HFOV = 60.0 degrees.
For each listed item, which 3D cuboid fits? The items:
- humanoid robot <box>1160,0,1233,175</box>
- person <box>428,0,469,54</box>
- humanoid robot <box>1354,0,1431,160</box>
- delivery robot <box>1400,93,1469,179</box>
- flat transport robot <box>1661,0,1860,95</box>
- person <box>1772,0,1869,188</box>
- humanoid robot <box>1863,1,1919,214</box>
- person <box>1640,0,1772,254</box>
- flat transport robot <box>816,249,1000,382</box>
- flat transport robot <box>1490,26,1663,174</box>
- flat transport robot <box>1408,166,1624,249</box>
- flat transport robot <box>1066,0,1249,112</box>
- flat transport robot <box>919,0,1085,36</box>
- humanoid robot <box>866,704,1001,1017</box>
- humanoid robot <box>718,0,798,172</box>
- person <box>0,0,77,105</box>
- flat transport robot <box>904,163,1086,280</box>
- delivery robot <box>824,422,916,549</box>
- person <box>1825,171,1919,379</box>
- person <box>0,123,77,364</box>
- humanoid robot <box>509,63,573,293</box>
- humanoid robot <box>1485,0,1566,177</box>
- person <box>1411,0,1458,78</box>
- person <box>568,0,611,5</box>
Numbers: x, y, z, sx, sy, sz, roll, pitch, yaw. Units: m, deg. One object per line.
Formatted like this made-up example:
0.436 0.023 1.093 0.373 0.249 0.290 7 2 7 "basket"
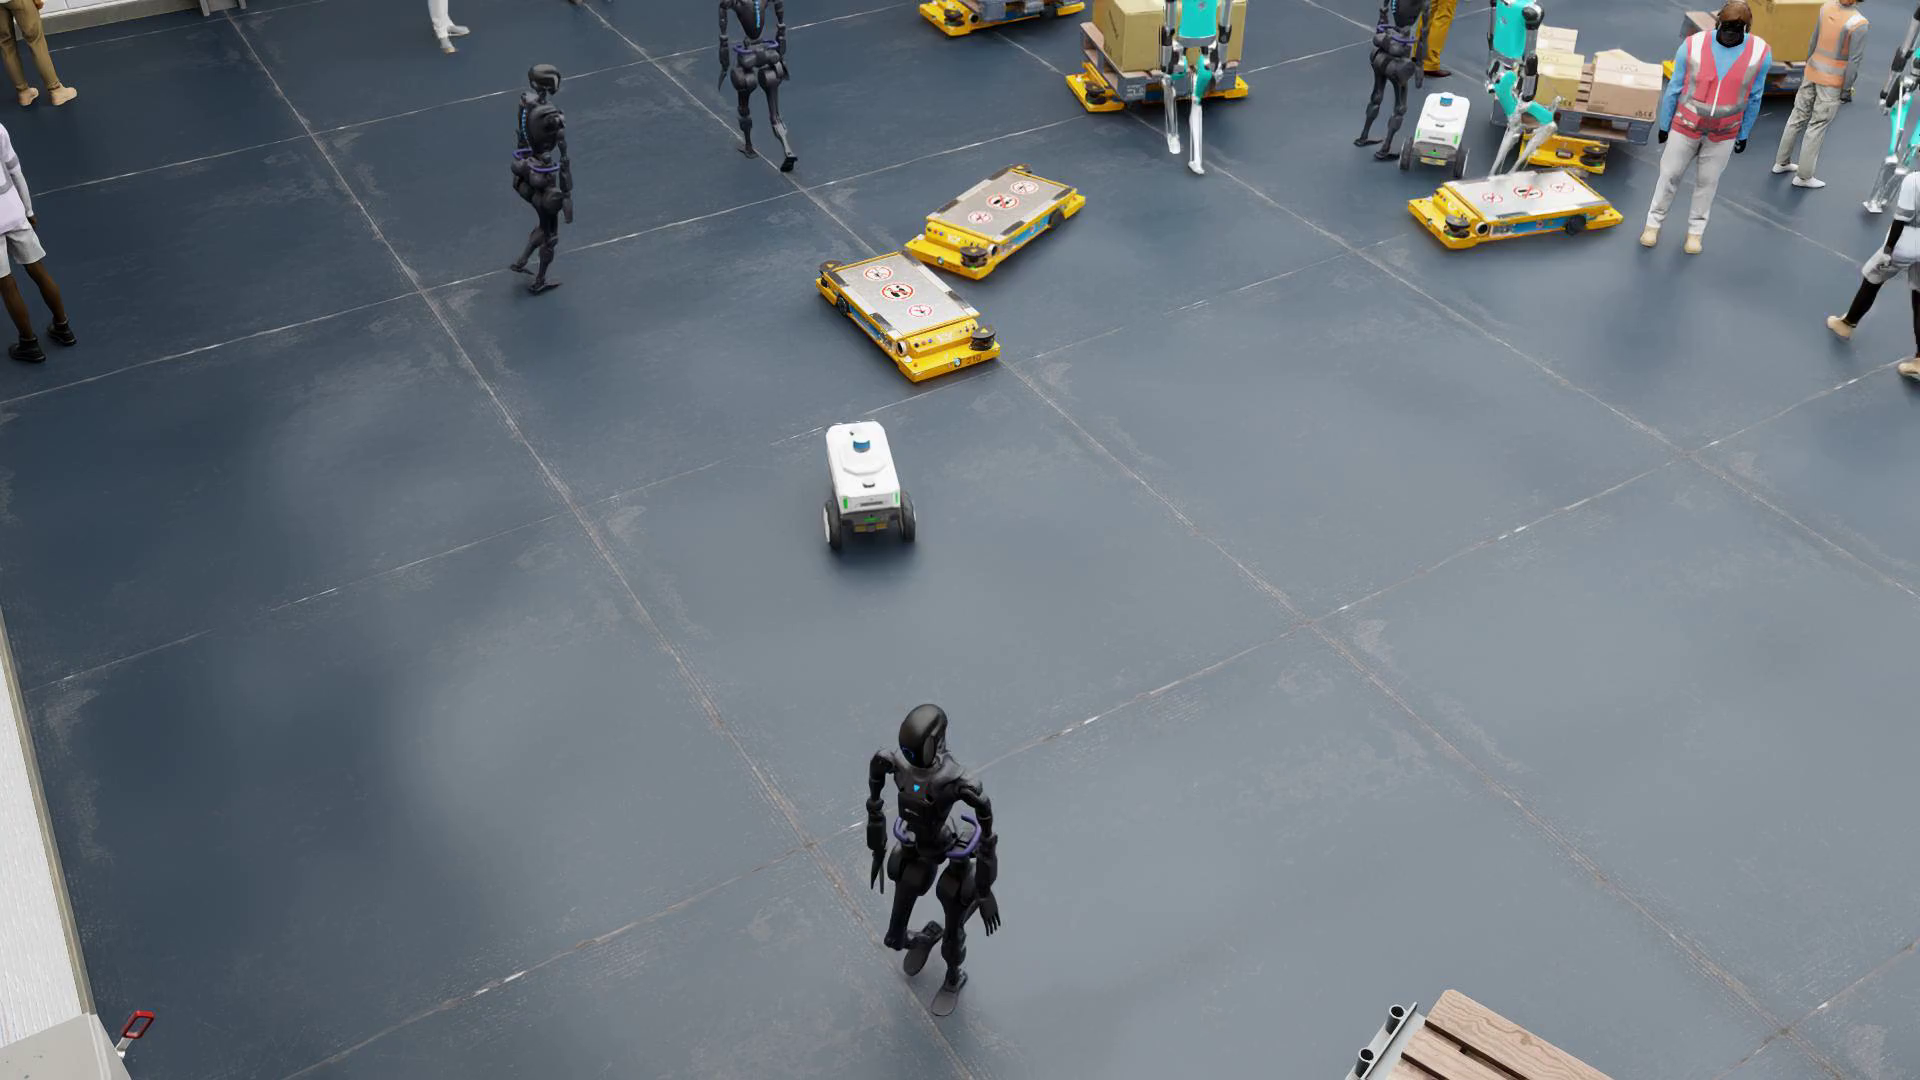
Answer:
1.766 -3.757 12.849 0.539 1.756 0.925 -2 38 -3 "humanoid robot"
-4.691 -5.263 14.660 0.395 1.859 0.667 14 40 17 "person"
3.410 -3.811 12.968 0.319 1.647 0.602 -16 41 -19 "humanoid robot"
3.794 -3.233 13.130 0.499 0.582 0.773 13 40 15 "delivery robot"
6.894 -4.036 14.384 1.431 0.231 0.659 -2 38 -3 "flat transport robot"
6.548 -3.477 12.573 0.306 1.640 0.513 -9 39 -11 "person"
6.983 -3.102 12.037 0.585 1.782 0.819 12 40 14 "humanoid robot"
5.231 -2.895 11.692 0.628 1.835 0.431 13 40 16 "person"
-0.373 -1.553 11.252 0.659 0.231 1.431 -20 43 -23 "flat transport robot"
4.968 -3.400 13.582 0.659 0.231 1.431 13 40 15 "flat transport robot"
4.156 -2.487 12.429 1.431 0.231 0.659 -10 39 -12 "flat transport robot"
1.690 -3.945 14.269 1.431 0.231 0.659 -9 39 -11 "flat transport robot"
0.397 -5.059 15.675 1.431 0.231 0.659 -17 42 -21 "flat transport robot"
-0.087 1.277 6.550 0.589 1.649 0.349 16 41 19 "humanoid robot"
-1.552 -3.642 12.783 0.587 1.628 0.751 -20 42 -23 "humanoid robot"
-7.831 -4.431 13.677 0.521 1.768 0.374 1 38 1 "person"
0.275 -2.367 12.278 0.659 0.231 1.431 24 44 27 "flat transport robot"
-0.549 -0.325 9.487 0.499 0.614 0.818 -7 39 -9 "delivery robot"
6.072 -1.851 10.507 0.539 1.656 0.864 -5 39 -6 "person"
-6.115 -2.022 10.500 0.358 1.939 0.542 22 43 25 "person"
-2.851 -2.421 11.221 0.619 1.627 0.469 32 48 33 "humanoid robot"
4.255 -3.420 12.460 0.814 1.808 0.548 -14 40 -17 "humanoid robot"
4.185 -4.859 14.236 0.342 1.749 0.529 -6 39 -7 "person"
-3.576 -5.934 15.522 0.559 1.836 0.391 -13 40 -16 "person"
